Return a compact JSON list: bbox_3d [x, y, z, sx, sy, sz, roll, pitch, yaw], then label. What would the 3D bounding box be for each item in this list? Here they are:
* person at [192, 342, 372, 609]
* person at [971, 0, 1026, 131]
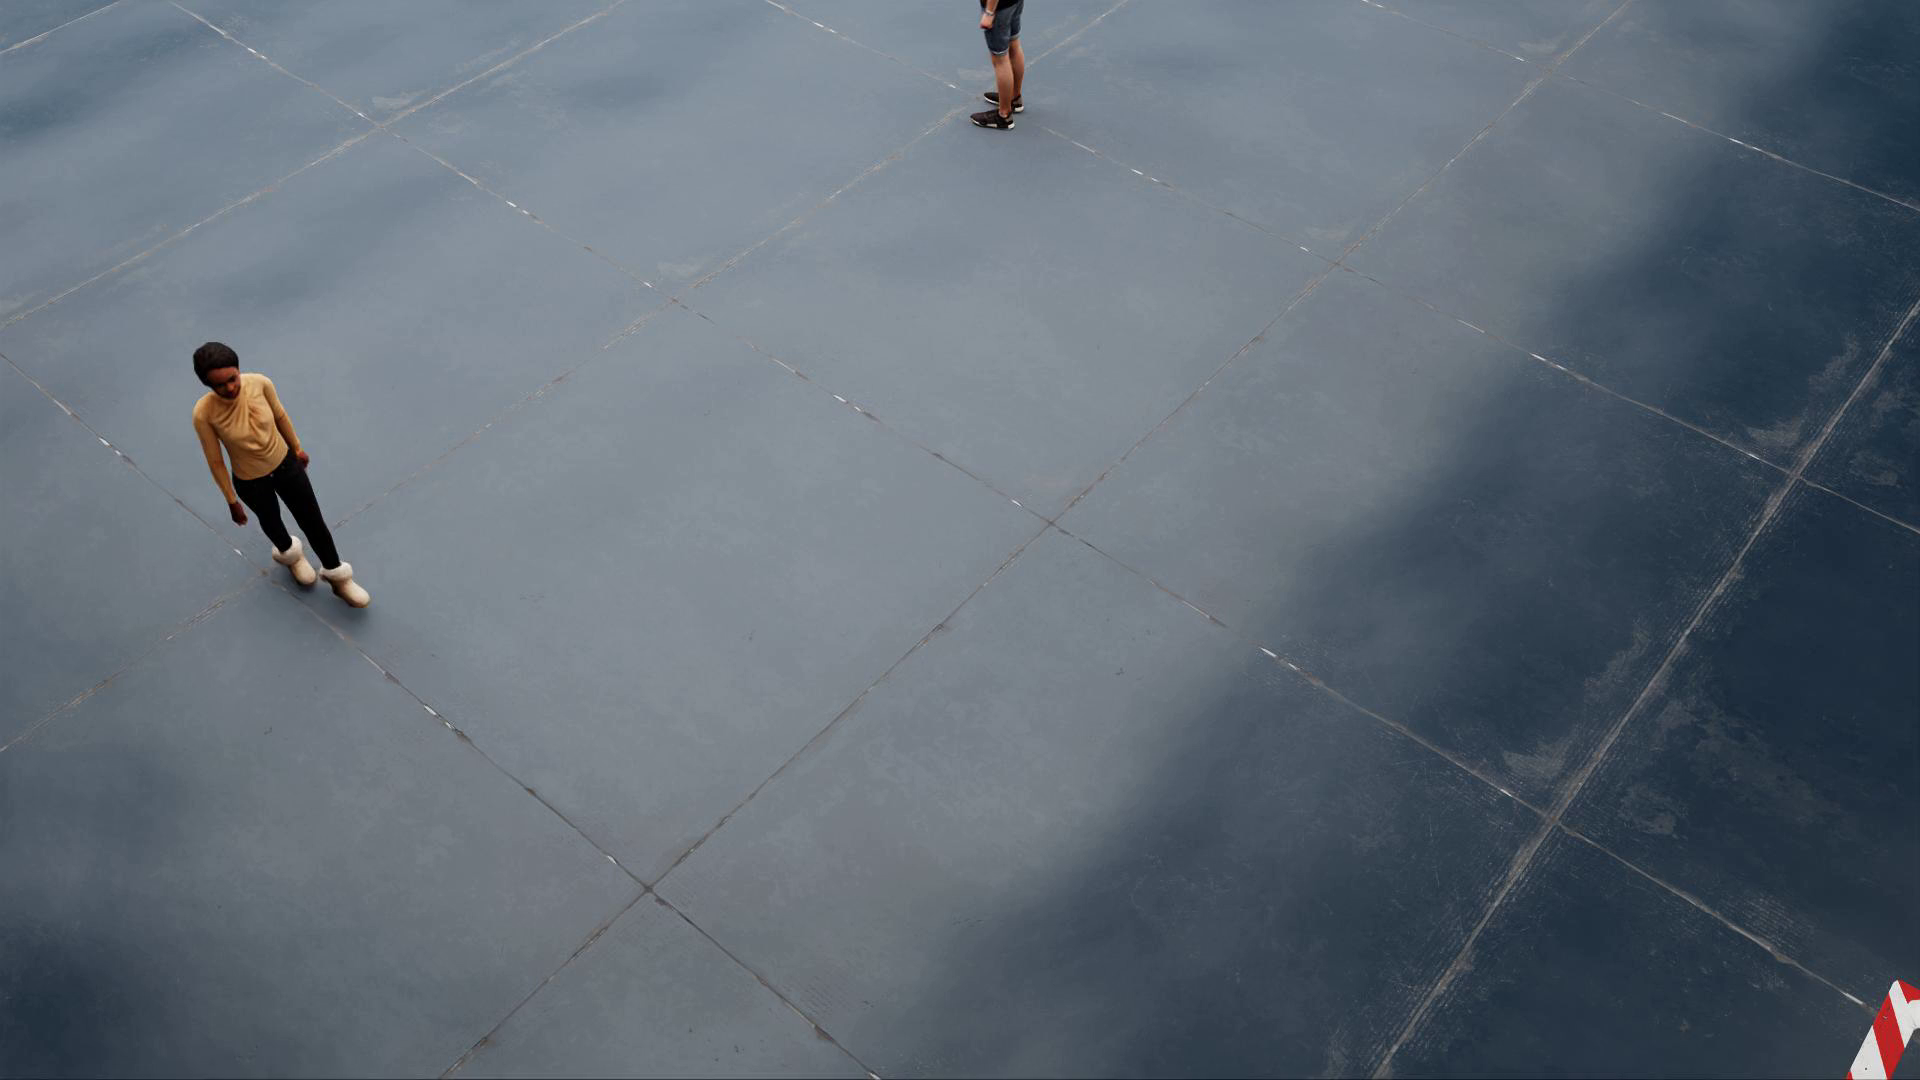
[{"bbox_3d":[-3.507,-0.380,8.299,0.715,1.640,0.935,-33,55,-27],"label":"person"},{"bbox_3d":[0.302,-3.650,11.182,0.678,1.847,0.734,15,49,14],"label":"person"}]
